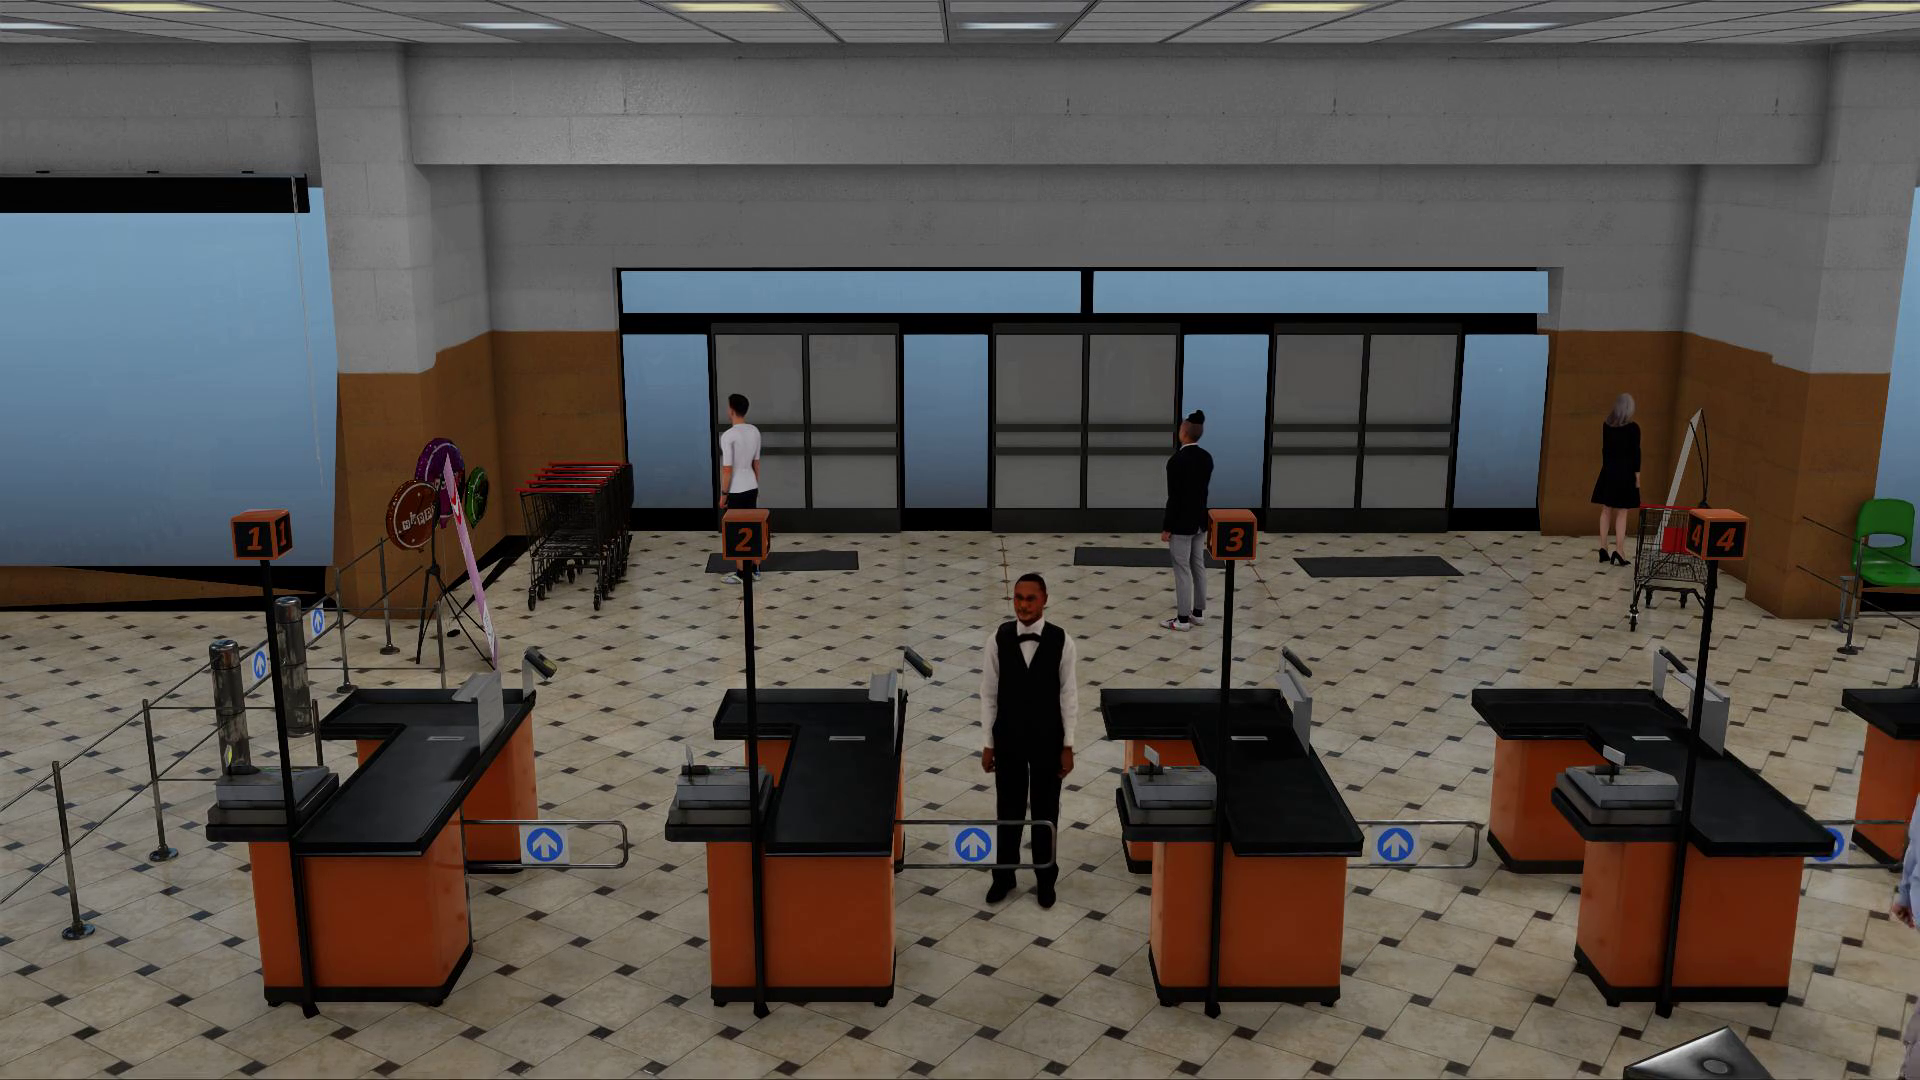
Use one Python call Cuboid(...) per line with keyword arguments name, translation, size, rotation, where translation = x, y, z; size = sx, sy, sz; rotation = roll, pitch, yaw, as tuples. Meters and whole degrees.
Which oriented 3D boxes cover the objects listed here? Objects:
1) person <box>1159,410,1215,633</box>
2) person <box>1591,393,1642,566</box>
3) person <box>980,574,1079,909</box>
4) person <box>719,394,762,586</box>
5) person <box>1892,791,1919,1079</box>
Cuboid(name="person", translation=(2.001, -0.181, 14.551), size=(0.786, 1.949, 0.843), rotation=(-13, 19, -43))
Cuboid(name="person", translation=(6.664, -0.623, 16.802), size=(0.756, 1.747, 0.669), rotation=(-9, 16, -33))
Cuboid(name="person", translation=(0.392, 1.108, 9.306), size=(0.732, 1.917, 0.633), rotation=(2, 14, 9))
Cuboid(name="person", translation=(-2.113, -0.493, 16.049), size=(0.813, 1.851, 0.702), rotation=(9, 16, 34))
Cuboid(name="person", translation=(4.176, 1.663, 7.104), size=(0.842, 1.877, 0.711), rotation=(-4, 14, -18))
